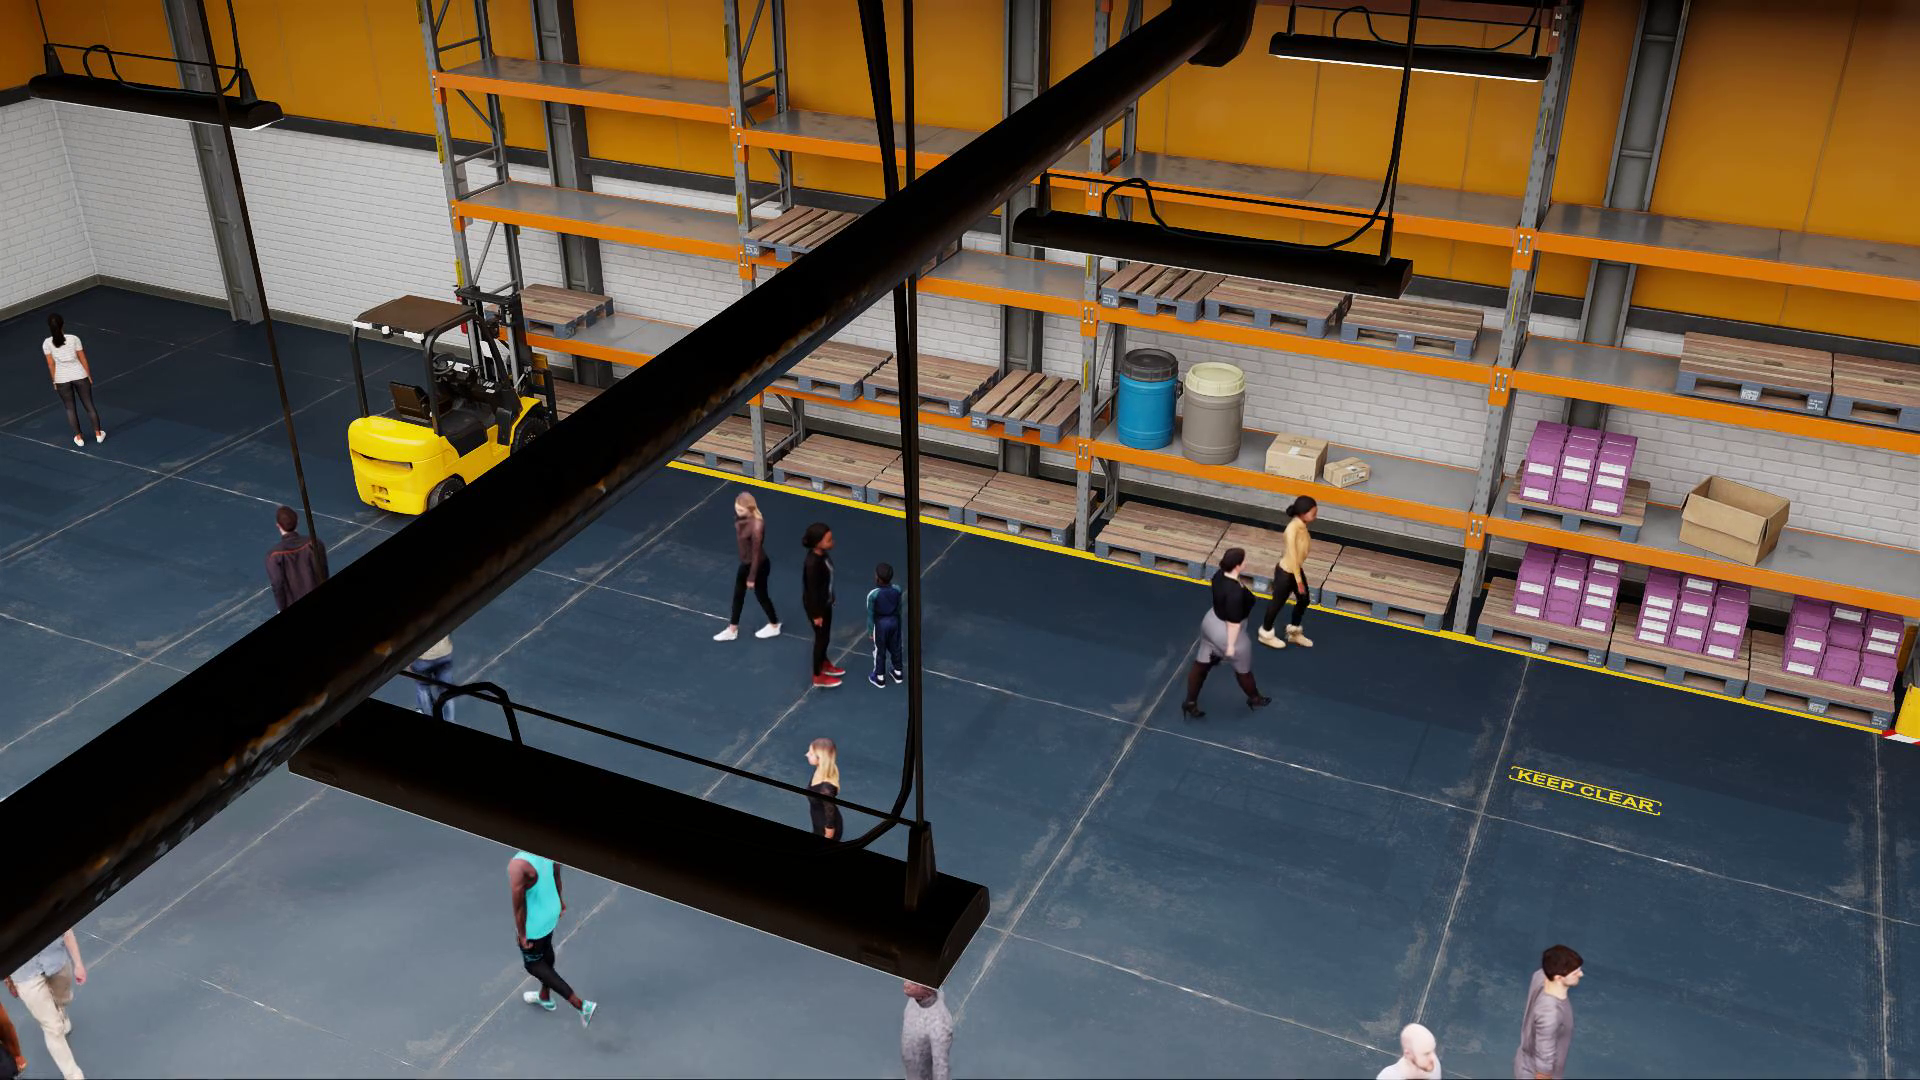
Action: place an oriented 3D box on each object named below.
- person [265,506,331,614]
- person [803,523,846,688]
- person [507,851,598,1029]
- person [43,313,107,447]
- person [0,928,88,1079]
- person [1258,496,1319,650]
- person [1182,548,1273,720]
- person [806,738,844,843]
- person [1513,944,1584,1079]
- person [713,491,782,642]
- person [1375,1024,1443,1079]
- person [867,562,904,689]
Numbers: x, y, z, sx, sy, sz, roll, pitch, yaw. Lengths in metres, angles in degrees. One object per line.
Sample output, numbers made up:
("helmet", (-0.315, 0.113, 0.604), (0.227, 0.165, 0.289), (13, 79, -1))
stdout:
("person", (-5.915, 0.560, 15.030), (0.771, 1.915, 0.748), (-22, 36, -35))
("person", (-1.318, 0.591, 15.227), (0.648, 1.671, 0.661), (5, 29, 8))
("person", (-2.817, 2.617, 11.387), (0.992, 1.791, 0.654), (15, 32, 26))
("person", (-10.618, -1.926, 19.870), (0.653, 1.645, 0.683), (-15, 32, -26))
("person", (-6.125, 2.795, 11.041), (1.290, 1.810, 0.935), (25, 38, 38))
("person", (3.038, 0.300, 15.802), (0.766, 1.632, 0.636), (18, 33, 29))
("person", (2.247, 0.873, 14.671), (1.175, 1.708, 1.089), (-9, 30, -16))
("person", (-0.977, 2.161, 12.343), (0.631, 1.676, 0.616), (-4, 29, -7))
("person", (3.544, 3.224, 10.209), (0.611, 1.854, 0.716), (7, 29, 12))
("person", (-1.877, 0.250, 15.857), (1.034, 1.666, 0.996), (-11, 31, -20))
("person", (2.562, 3.532, 9.662), (0.750, 1.838, 0.743), (-21, 35, -33))
("person", (-0.685, 0.772, 15.330), (0.571, 1.255, 0.613), (-14, 32, -24))
